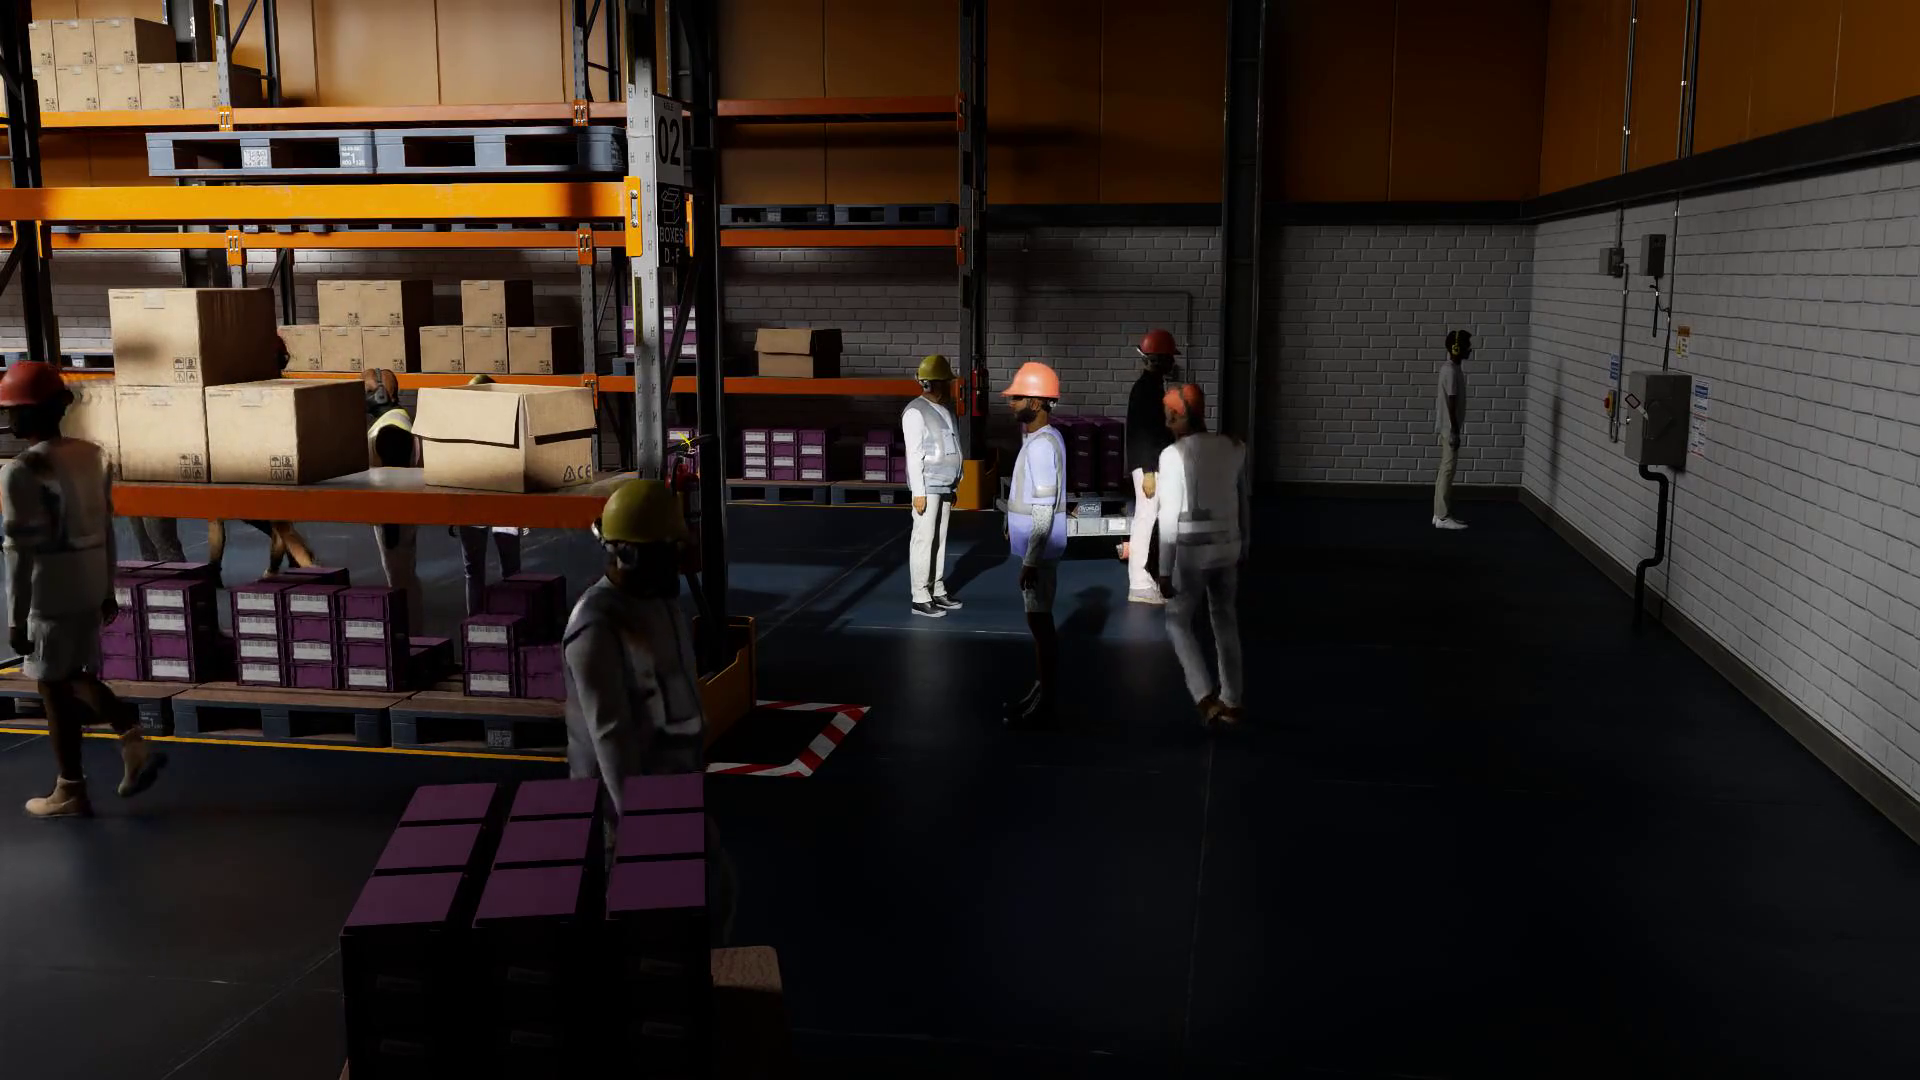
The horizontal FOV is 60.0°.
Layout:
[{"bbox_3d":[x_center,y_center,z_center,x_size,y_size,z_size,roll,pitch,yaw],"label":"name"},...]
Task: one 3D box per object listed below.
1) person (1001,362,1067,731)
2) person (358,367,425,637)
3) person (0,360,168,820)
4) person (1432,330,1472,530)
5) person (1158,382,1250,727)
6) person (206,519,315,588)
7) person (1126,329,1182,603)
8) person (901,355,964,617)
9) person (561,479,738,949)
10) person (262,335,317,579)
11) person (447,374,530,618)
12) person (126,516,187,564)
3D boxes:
[{"bbox_3d":[0.390,0.035,8.776,0.350,1.942,0.545,1,9,3],"label":"person"},{"bbox_3d":[-3.493,-0.138,10.197,0.430,1.835,0.619,-4,10,-23],"label":"person"},{"bbox_3d":[-3.872,0.238,7.236,0.534,2.031,0.632,1,9,9],"label":"person"},{"bbox_3d":[4.648,-1.038,15.655,0.316,1.870,0.531,2,9,11],"label":"person"},{"bbox_3d":[1.300,0.101,8.677,0.641,1.857,0.477,-5,10,-28],"label":"person"},{"bbox_3d":[-5.475,-0.575,12.688,0.912,1.906,0.556,-2,9,-15],"label":"person"},{"bbox_3d":[1.413,-0.543,12.198,0.396,1.992,0.622,2,9,10],"label":"person"},{"bbox_3d":[-0.176,-0.387,11.730,0.403,1.833,0.586,4,10,23],"label":"person"},{"bbox_3d":[-0.844,0.727,4.867,0.648,1.808,0.603,2,9,12],"label":"person"},{"bbox_3d":[-4.903,-0.517,12.067,1.052,1.997,0.620,7,12,37],"label":"person"},{"bbox_3d":[-2.981,-0.161,10.526,0.533,1.770,0.307,-3,10,-19],"label":"person"},{"bbox_3d":[-5.491,-0.363,11.251,0.631,1.940,0.372,7,11,37],"label":"person"}]
